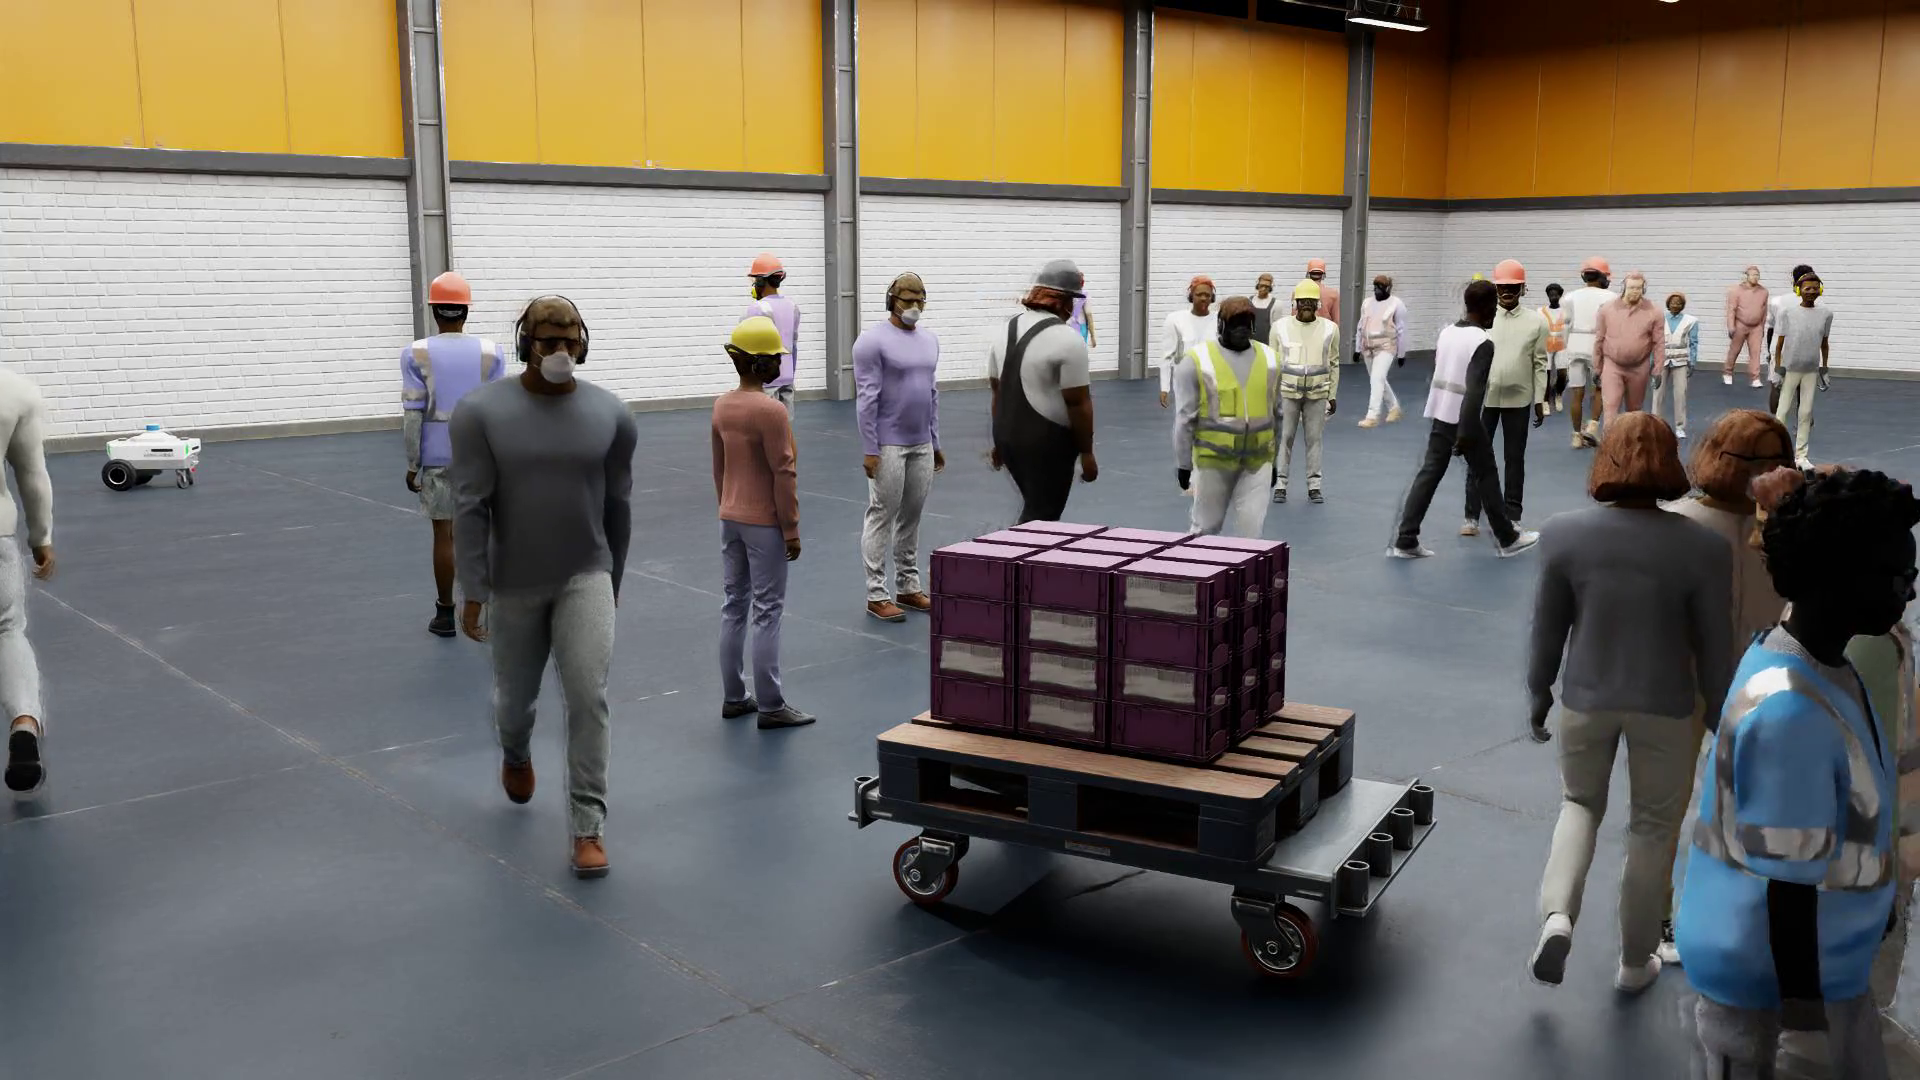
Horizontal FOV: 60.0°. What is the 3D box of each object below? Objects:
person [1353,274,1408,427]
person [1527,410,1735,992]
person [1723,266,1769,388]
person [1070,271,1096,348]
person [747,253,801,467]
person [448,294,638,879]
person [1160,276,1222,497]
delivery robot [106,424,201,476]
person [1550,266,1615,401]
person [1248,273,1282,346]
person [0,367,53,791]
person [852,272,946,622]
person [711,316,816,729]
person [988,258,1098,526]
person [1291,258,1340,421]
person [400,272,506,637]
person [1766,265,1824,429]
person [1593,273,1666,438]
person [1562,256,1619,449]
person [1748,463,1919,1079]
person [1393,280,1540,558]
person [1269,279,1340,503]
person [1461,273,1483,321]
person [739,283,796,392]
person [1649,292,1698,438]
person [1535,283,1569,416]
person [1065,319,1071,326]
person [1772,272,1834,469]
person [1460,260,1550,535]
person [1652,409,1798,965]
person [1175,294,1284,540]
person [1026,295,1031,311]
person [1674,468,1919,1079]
[{"bbox_3d":[5.081,-2.274,19.927,0.896,1.814,0.611,-7,12,-35],"label":"person"},{"bbox_3d":[1.784,0.463,4.471,0.532,1.617,0.480,6,12,33],"label":"person"},{"bbox_3d":[12.257,-3.330,25.957,0.654,1.871,0.978,0,10,1],"label":"person"},{"bbox_3d":[1.607,-2.896,23.550,0.800,1.820,0.576,-9,13,-41],"label":"person"},{"bbox_3d":[-1.550,-1.299,13.539,0.374,2.044,0.605,5,11,28],"label":"person"},{"bbox_3d":[-1.404,0.117,5.668,0.624,1.907,0.883,-3,10,-19],"label":"person"},{"bbox_3d":[1.953,-1.236,13.746,0.599,1.850,0.880,1,10,5],"label":"person"},{"bbox_3d":[-7.032,-0.771,14.524,0.707,0.478,0.477,-1,10,-5],"label":"delivery robot"},{"bbox_3d":[8.273,-2.670,21.942,0.749,1.918,0.547,0,10,2],"label":"person"},{"bbox_3d":[3.739,-2.400,20.639,0.553,1.823,0.660,6,11,32],"label":"person"},{"bbox_3d":[-3.755,0.011,6.272,0.637,1.916,0.848,-8,12,-39],"label":"person"},{"bbox_3d":[-0.326,-0.523,9.317,0.371,1.935,0.627,8,13,41],"label":"person"},{"bbox_3d":[-0.865,-0.071,7.163,0.310,1.769,0.525,-9,13,-42],"label":"person"},{"bbox_3d":[0.476,-0.552,9.169,0.541,2.000,0.709,-6,11,-32],"label":"person"},{"bbox_3d":[4.360,-2.458,20.464,0.608,1.995,0.377,0,10,1],"label":"person"},{"bbox_3d":[-2.687,-0.452,8.885,0.552,1.935,0.360,-5,11,-26],"label":"person"},{"bbox_3d":[9.374,-2.120,18.695,0.631,1.910,0.985,9,13,41],"label":"person"},{"bbox_3d":[6.530,-1.663,16.242,0.653,1.850,1.000,3,10,18],"label":"person"},{"bbox_3d":[6.590,-1.950,17.410,0.602,2.021,0.458,8,13,39],"label":"person"},{"bbox_3d":[1.884,0.645,3.415,0.573,1.609,0.536,2,10,13],"label":"person"},{"bbox_3d":[3.390,-0.790,11.104,1.030,1.859,0.602,-3,10,-17],"label":"person"},{"bbox_3d":[2.811,-1.215,13.653,0.592,1.836,0.404,1,10,5],"label":"person"},{"bbox_3d":[8.797,-3.682,28.409,0.505,1.727,0.618,6,11,32],"label":"person"},{"bbox_3d":[-1.717,-1.420,14.752,0.520,1.873,0.328,-4,10,-20],"label":"person"},{"bbox_3d":[7.930,-1.947,18.544,0.514,1.630,0.315,5,11,28],"label":"person"},{"bbox_3d":[7.484,-2.400,21.012,0.557,1.681,0.365,3,10,20],"label":"person"},{"bbox_3d":[0.746,-1.467,15.157,0.520,1.833,0.935,0,10,-3],"label":"person"},{"bbox_3d":[7.986,-1.588,15.769,0.520,1.861,0.335,1,10,8],"label":"person"},{"bbox_3d":[3.917,-1.015,12.017,0.608,1.995,0.377,3,10,15],"label":"person"},{"bbox_3d":[2.118,0.452,4.566,0.517,1.605,0.676,-1,10,-5],"label":"person"},{"bbox_3d":[1.498,-0.468,9.340,0.629,1.818,0.764,-2,10,-9],"label":"person"},{"bbox_3d":[0.889,-2.064,19.215,0.502,1.631,0.286,7,12,34],"label":"person"},{"bbox_3d":[1.389,0.714,2.785,0.345,1.690,0.556,6,12,33],"label":"person"}]
